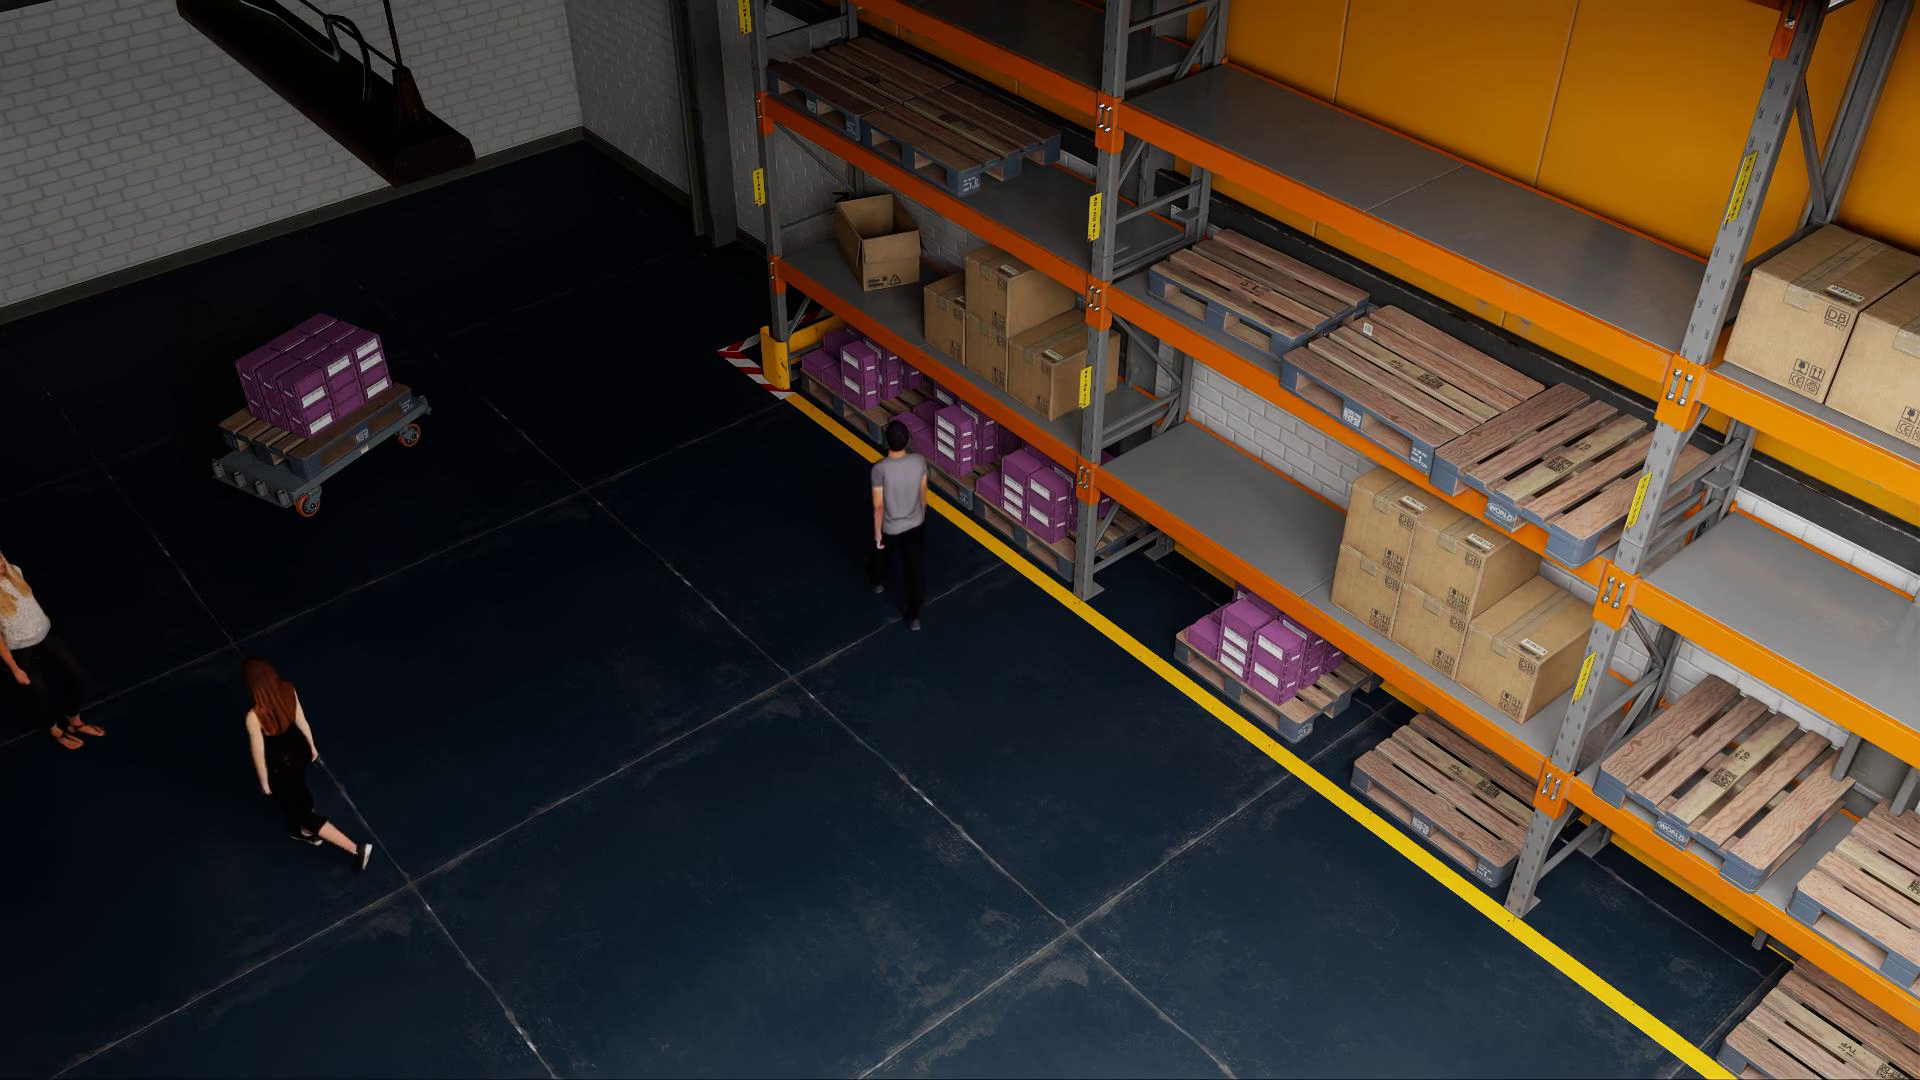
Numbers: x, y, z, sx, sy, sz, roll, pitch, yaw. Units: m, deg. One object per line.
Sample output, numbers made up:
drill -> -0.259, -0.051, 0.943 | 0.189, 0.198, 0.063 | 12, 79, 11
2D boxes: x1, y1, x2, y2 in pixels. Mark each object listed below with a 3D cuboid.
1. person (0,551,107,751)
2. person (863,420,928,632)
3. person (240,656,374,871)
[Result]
person -> -6.312, 0.713, 11.128 | 0.817, 1.814, 0.775 | 9, 40, 11
person -> -0.409, -0.067, 12.178 | 0.841, 1.721, 1.108 | -14, 41, -17
person -> -4.100, 1.421, 10.331 | 1.126, 1.701, 0.906 | 13, 41, 16
